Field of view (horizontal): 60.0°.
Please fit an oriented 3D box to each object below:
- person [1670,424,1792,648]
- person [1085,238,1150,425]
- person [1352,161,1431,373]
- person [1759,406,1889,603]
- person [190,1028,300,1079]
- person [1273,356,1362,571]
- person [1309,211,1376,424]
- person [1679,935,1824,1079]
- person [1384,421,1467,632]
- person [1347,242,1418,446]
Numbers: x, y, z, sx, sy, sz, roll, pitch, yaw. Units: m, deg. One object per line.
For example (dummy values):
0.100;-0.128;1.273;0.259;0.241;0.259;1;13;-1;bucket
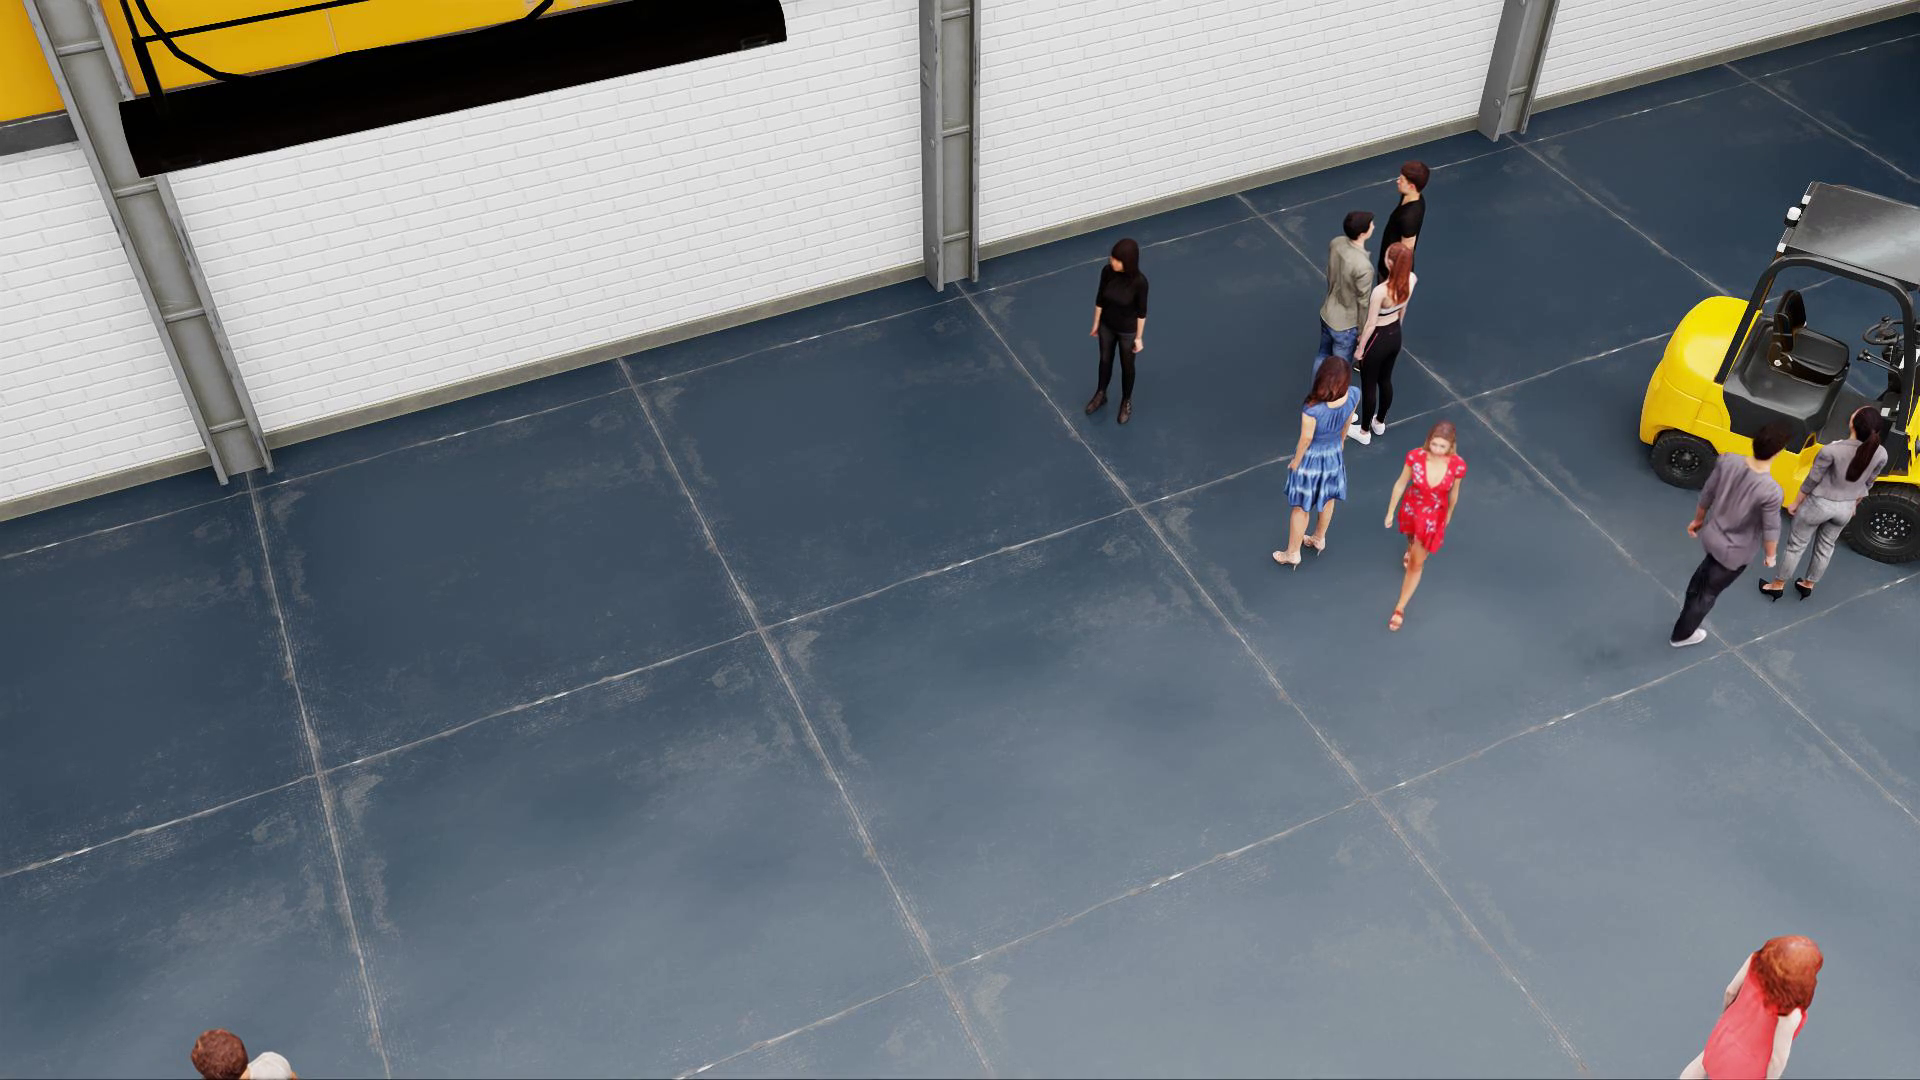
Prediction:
4.973;0.017;10.878;0.735;1.837;0.712;-15;46;-15;person
1.231;-1.639;12.759;0.657;1.640;0.681;22;48;22;person
3.449;-2.160;13.146;0.785;1.860;0.771;7;44;7;person
5.855;-0.218;11.240;0.668;1.678;0.773;1;44;1;person
-3.238;2.871;7.838;0.809;1.898;0.710;21;47;20;person
2.465;-0.534;11.479;0.547;1.806;0.756;-24;49;-23;person
2.901;-1.692;12.651;0.595;1.865;0.709;-15;46;-15;person
3.878;2.522;8.256;0.591;1.828;0.637;-7;44;-7;person
3.175;-0.232;11.352;1.047;1.543;1.147;17;46;17;person
3.178;-1.484;12.523;0.492;1.741;0.671;-25;49;-24;person
